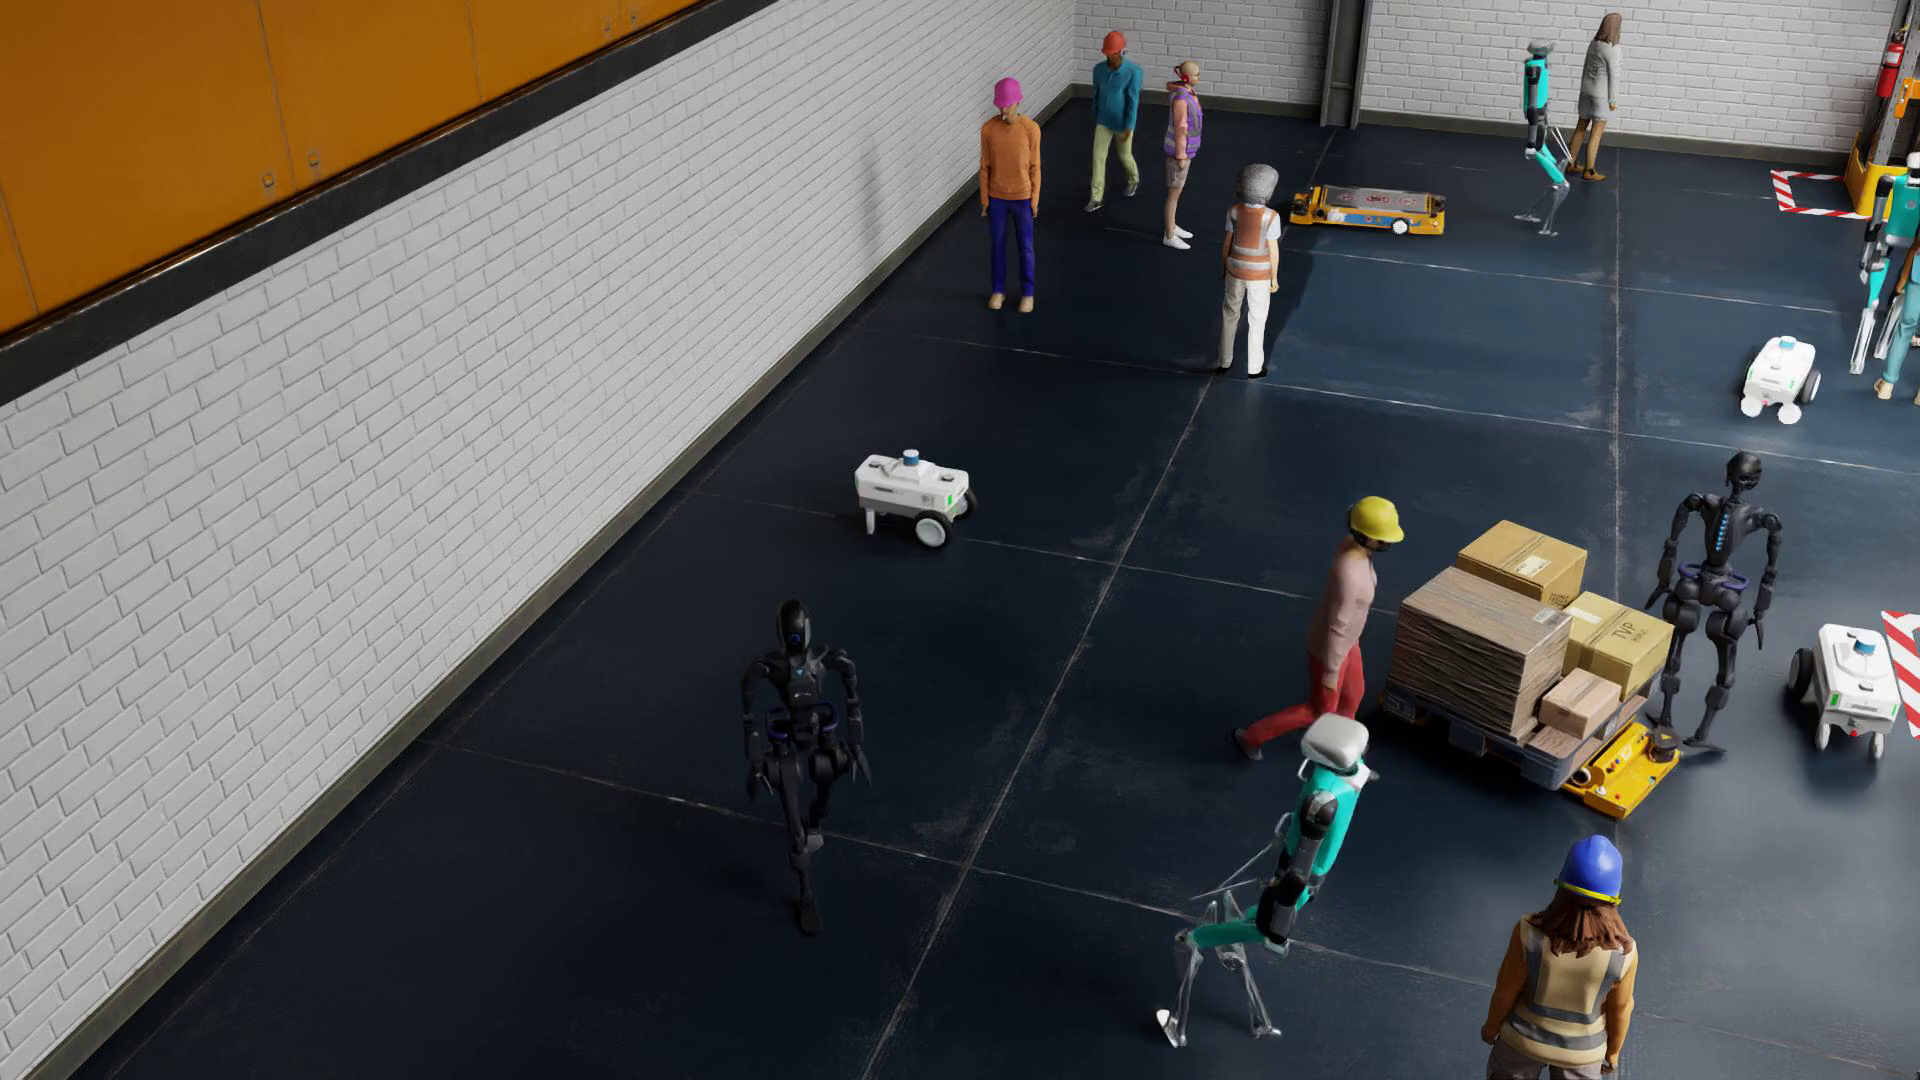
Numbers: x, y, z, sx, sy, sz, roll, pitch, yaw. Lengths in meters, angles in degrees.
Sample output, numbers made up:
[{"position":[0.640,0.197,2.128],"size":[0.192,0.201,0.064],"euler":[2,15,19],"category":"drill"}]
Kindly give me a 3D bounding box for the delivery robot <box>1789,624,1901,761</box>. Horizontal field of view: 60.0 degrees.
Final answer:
[{"position":[4.840,0.782,9.032],"size":[0.499,0.614,0.815],"euler":[10,32,16],"category":"delivery robot"}]

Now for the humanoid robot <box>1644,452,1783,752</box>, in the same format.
[{"position":[3.900,0.335,8.675],"size":[0.613,1.644,0.477],"euler":[20,36,31],"category":"humanoid robot"}]

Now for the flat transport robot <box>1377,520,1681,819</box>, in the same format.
[{"position":[3.049,0.978,8.962],"size":[1.431,0.231,0.659],"euler":[26,39,37],"category":"flat transport robot"}]

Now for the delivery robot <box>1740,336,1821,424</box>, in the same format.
[{"position":[6.146,-1.239,12.449],"size":[0.522,0.591,0.763],"euler":[20,36,30],"category":"delivery robot"}]

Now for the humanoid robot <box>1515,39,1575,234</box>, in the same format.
[{"position":[5.568,-3.744,15.568],"size":[0.793,1.791,0.530],"euler":[12,32,19],"category":"humanoid robot"}]

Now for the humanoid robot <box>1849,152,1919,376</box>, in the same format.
[{"position":[7.287,-2.189,12.926],"size":[0.550,1.785,0.882],"euler":[17,35,27],"category":"humanoid robot"}]

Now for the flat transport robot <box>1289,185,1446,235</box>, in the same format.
[{"position":[3.936,-3.185,16.044],"size":[1.431,0.231,0.659],"euler":[7,31,13],"category":"flat transport robot"}]

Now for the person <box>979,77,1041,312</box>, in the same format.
[{"position":[0.409,-2.865,13.826],"size":[0.517,1.973,0.401],"euler":[6,31,11],"category":"person"}]

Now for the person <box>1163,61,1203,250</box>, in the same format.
[{"position":[2.026,-3.532,15.227],"size":[0.347,1.694,0.483],"euler":[7,31,11],"category":"person"}]

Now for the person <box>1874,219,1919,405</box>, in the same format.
[{"position":[7.209,-1.889,12.264],"size":[0.515,1.866,0.391],"euler":[15,34,24],"category":"person"}]

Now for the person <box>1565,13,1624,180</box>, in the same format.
[{"position":[6.509,-4.514,16.928],"size":[0.335,1.661,0.496],"euler":[-11,32,-17],"category":"person"}]

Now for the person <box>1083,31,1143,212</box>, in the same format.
[{"position":[1.520,-4.107,16.180],"size":[0.544,1.713,0.766],"euler":[16,34,26],"category":"person"}]

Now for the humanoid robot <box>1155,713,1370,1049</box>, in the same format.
[{"position":[1.162,1.400,6.833],"size":[0.874,1.783,0.532],"euler":[15,34,24],"category":"humanoid robot"}]

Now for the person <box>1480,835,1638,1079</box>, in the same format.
[{"position":[2.156,1.807,6.062],"size":[0.480,1.775,0.325],"euler":[9,32,16],"category":"person"}]

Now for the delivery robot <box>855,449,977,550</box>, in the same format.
[{"position":[-0.282,-0.289,10.853],"size":[0.785,0.613,0.507],"euler":[11,32,18],"category":"delivery robot"}]

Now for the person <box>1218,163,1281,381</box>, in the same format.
[{"position":[2.206,-2.035,12.684],"size":[0.458,1.686,0.306],"euler":[16,34,25],"category":"person"}]

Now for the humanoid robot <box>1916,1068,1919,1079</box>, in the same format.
[{"position":[4.135,1.674,6.430],"size":[0.753,1.636,0.589],"euler":[13,33,21],"category":"humanoid robot"}]

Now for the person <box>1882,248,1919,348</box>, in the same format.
[{"position":[7.800,-2.459,13.314],"size":[0.577,1.781,0.820],"euler":[-9,32,-14],"category":"person"}]

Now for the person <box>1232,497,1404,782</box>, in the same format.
[{"position":[1.811,0.504,8.323],"size":[0.691,1.727,0.558],"euler":[9,32,16],"category":"person"}]

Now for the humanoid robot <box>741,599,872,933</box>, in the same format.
[{"position":[-0.712,0.955,7.670],"size":[0.583,1.632,0.794],"euler":[-7,31,-11],"category":"humanoid robot"}]
